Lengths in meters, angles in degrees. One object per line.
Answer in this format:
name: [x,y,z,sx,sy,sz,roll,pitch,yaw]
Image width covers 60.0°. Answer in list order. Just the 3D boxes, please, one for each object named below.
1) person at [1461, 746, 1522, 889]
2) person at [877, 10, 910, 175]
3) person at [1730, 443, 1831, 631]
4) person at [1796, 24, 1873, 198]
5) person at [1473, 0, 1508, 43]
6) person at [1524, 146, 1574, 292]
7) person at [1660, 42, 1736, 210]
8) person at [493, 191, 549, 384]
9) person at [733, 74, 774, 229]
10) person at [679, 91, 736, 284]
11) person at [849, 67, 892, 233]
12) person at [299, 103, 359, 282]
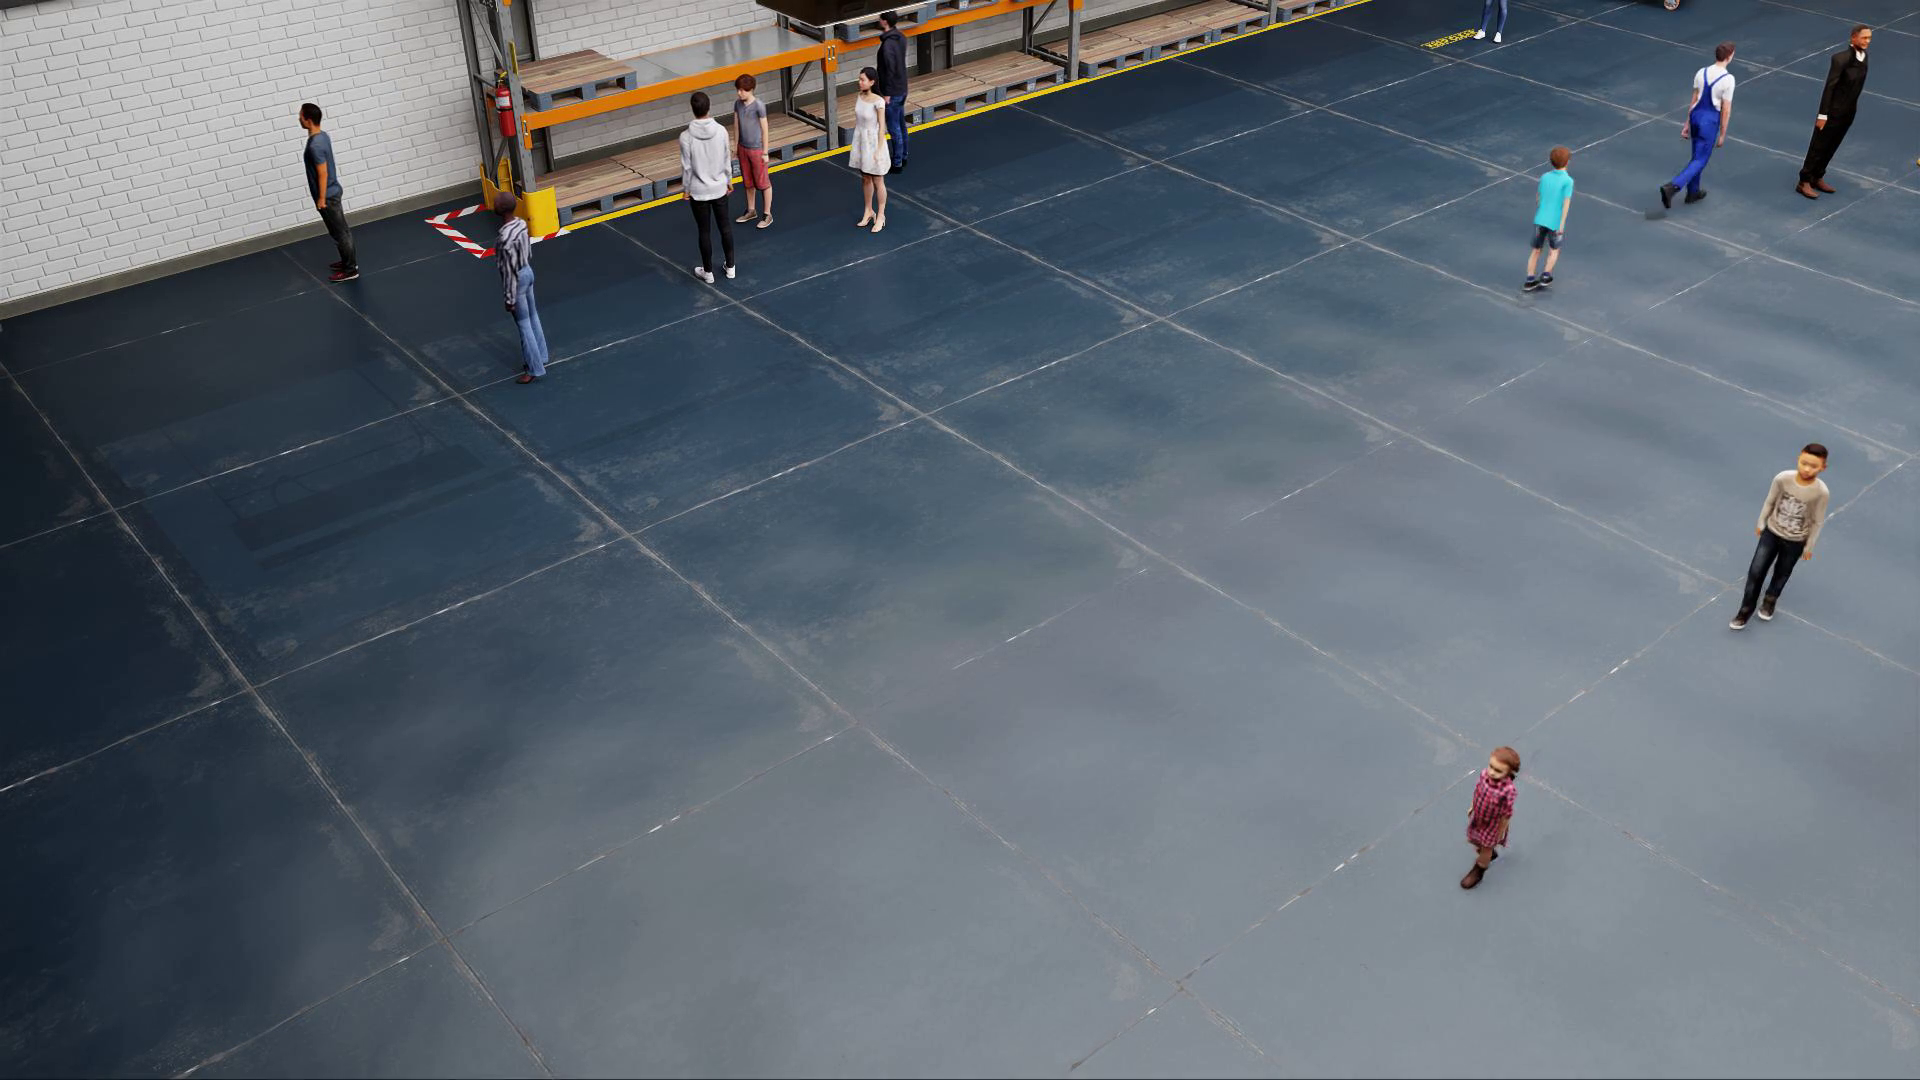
person: [3.134,1.597,9.729,0.525,1.020,0.463,-20,38,-27]
person: [-0.755,-5.168,19.119,0.819,1.893,0.711,9,35,14]
person: [5.910,-0.071,11.849,0.679,1.451,0.842,20,38,27]
person: [9.787,-4.799,18.554,0.600,1.904,0.808,-18,38,-25]
person: [7.599,-7.903,23.389,0.673,1.720,0.643,18,38,25]
person: [5.843,-3.157,16.523,0.683,1.417,0.587,-24,41,-32]
person: [8.054,-4.483,18.151,1.192,1.823,0.724,-20,38,-27]
person: [-3.925,-2.259,14.830,0.740,1.796,0.689,2,34,3]
person: [-2.223,-4.197,17.877,0.660,1.649,0.621,19,38,26]
person: [-2.511,-3.524,16.612,0.596,1.929,0.792,-16,37,-23]
person: [-0.955,-4.161,17.711,0.627,1.775,0.643,-27,42,-34]
person: [-6.337,-3.497,16.680,0.715,1.810,0.734,-7,34,-10]
